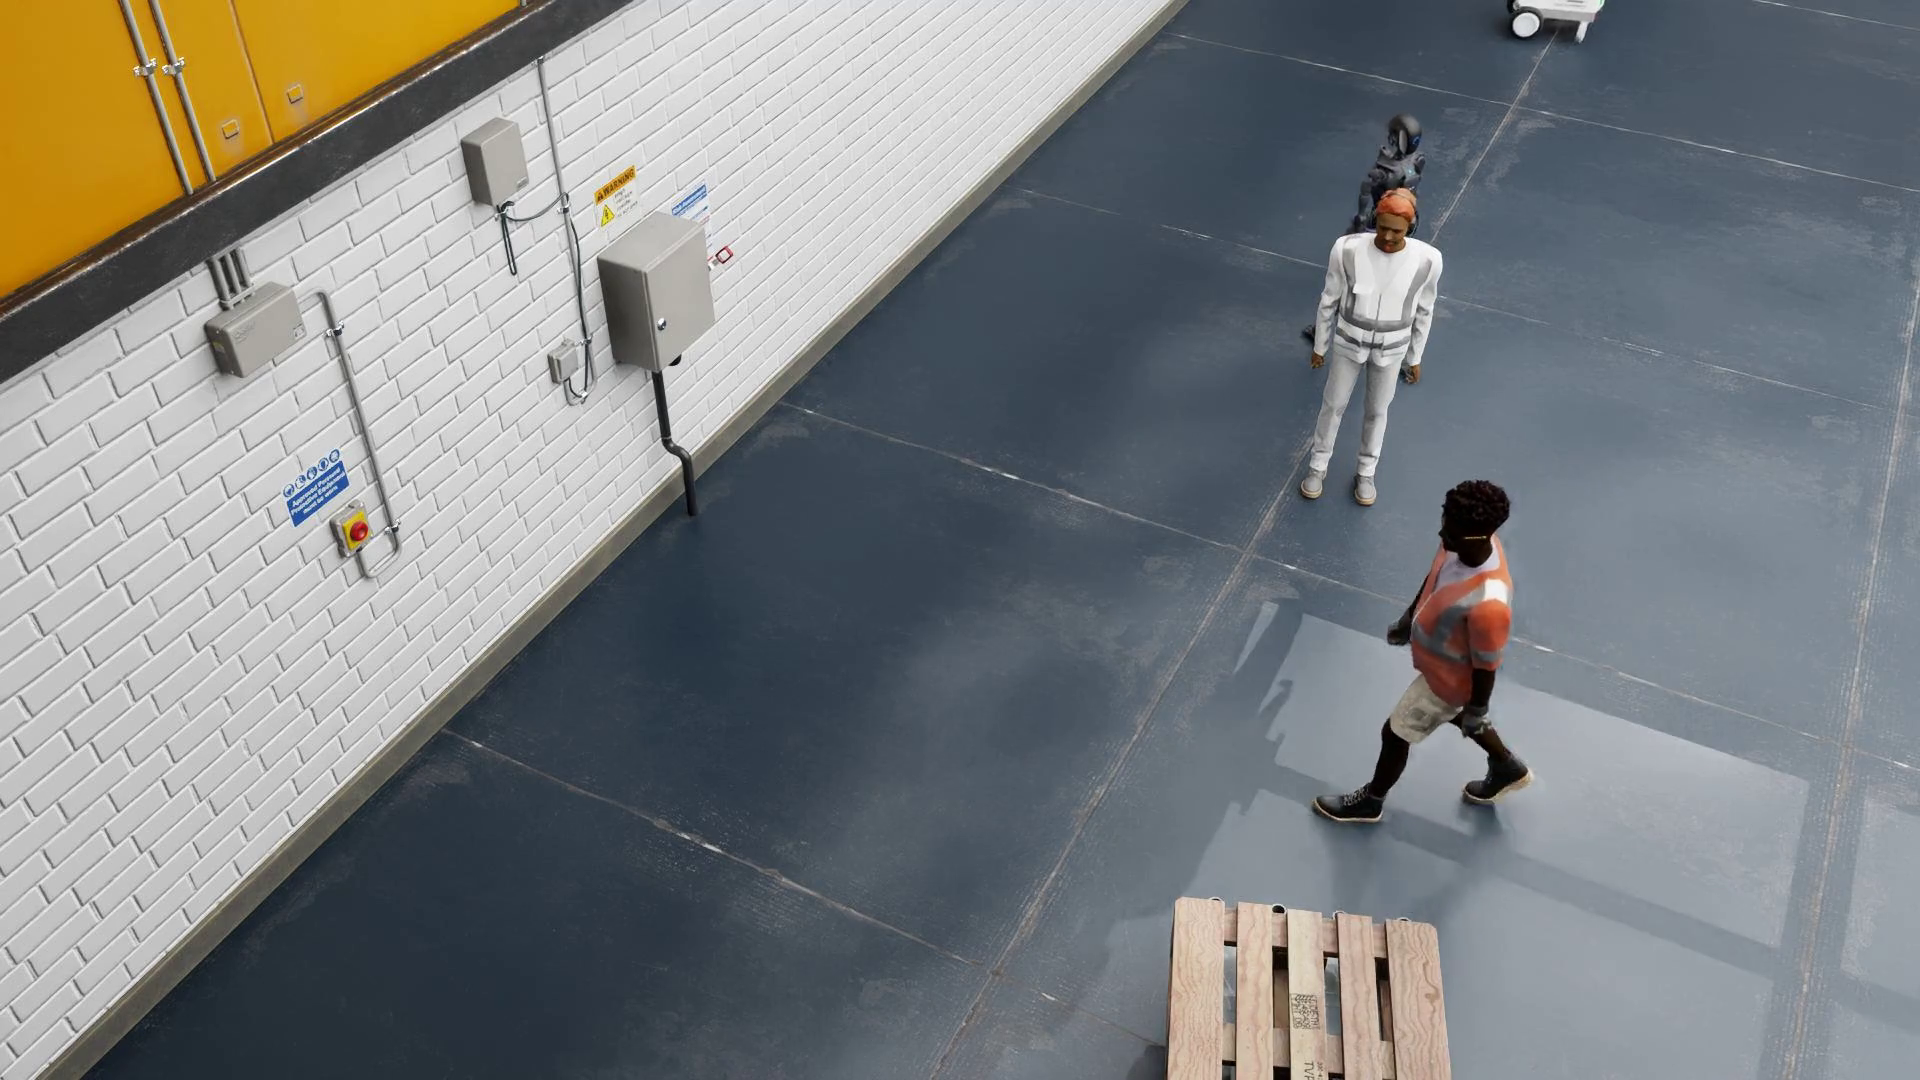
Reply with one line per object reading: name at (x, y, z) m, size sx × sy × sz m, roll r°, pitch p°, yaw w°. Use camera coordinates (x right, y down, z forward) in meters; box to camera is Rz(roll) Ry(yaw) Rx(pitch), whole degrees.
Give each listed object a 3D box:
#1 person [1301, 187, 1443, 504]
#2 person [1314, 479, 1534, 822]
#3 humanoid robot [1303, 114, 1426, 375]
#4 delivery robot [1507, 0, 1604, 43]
person at (2.153, -1.007, 8.769) m, size 0.582 × 1.882 × 0.340 m, roll 8°, pitch 41°, yaw 10°
person at (2.127, 0.504, 6.991) m, size 0.927 × 1.927 × 0.604 m, roll 4°, pitch 41°, yaw 5°
humanoid robot at (2.491, -1.751, 9.825) m, size 0.600 × 1.621 × 0.791 m, roll -28°, pitch 48°, yaw -29°
delivery robot at (4.930, -4.471, 13.795) m, size 0.757 × 0.585 × 0.507 m, roll 8°, pitch 42°, yaw 10°
